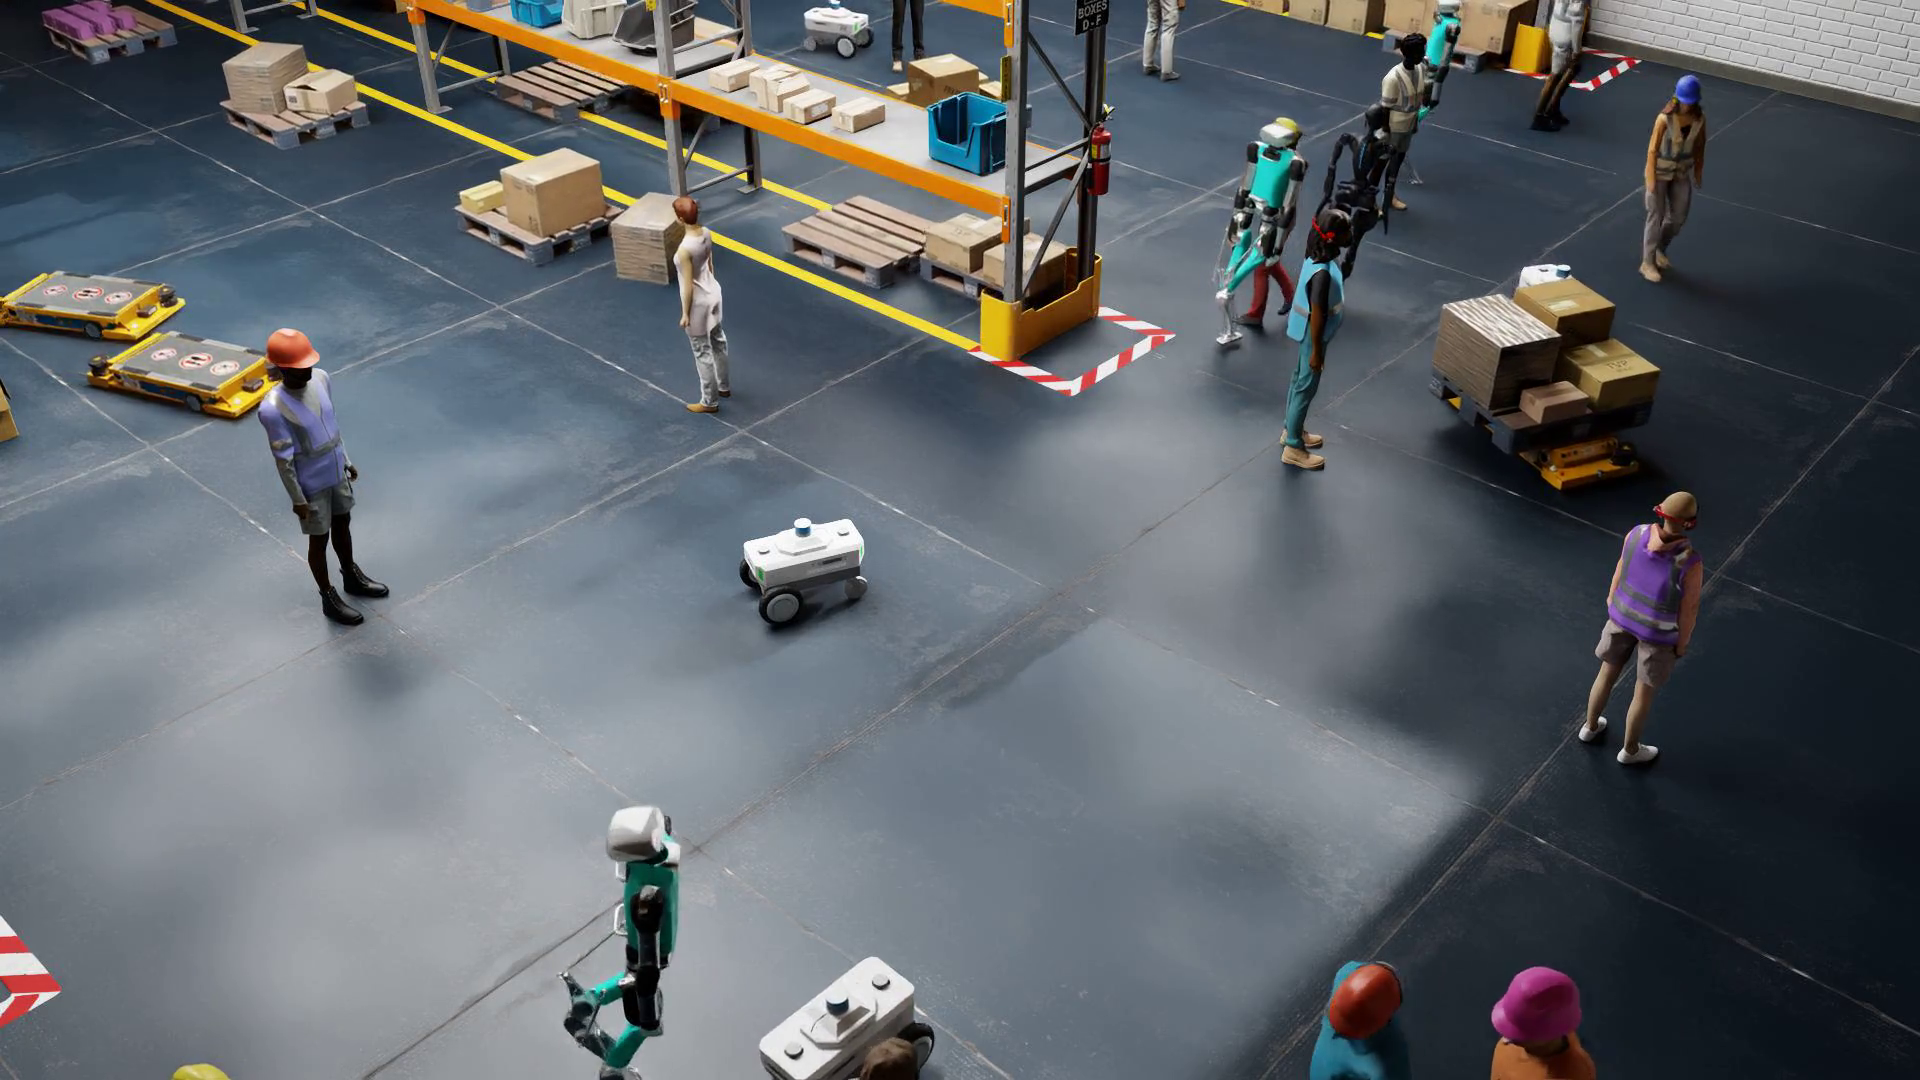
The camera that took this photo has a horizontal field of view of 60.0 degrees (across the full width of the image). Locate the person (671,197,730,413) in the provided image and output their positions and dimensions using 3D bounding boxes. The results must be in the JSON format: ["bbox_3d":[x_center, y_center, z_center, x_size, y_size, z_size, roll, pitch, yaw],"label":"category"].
[{"bbox_3d":[-1.895,-1.700,12.049,0.290,1.657,0.451,12,36,17],"label":"person"}]

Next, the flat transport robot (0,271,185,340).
[{"bbox_3d":[-7.173,-1.921,13.593,1.431,0.231,0.659,8,35,11],"label":"flat transport robot"}]

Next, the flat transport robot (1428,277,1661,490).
[{"bbox_3d":[4.178,-0.848,12.039,0.659,0.231,1.431,-12,36,-17],"label":"flat transport robot"}]

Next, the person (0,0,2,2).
[{"bbox_3d":[-12.134,-7.518,20.305,0.477,1.854,0.572,26,42,33],"label":"person"}]

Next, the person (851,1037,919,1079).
[{"bbox_3d":[-0.262,2.426,6.079,0.503,1.647,0.353,22,40,29],"label":"person"}]

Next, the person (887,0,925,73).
[{"bbox_3d":[-0.568,-6.056,18.196,0.510,1.844,0.336,-7,35,-11],"label":"person"}]

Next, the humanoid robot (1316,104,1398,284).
[{"bbox_3d":[3.241,-2.775,13.610,0.616,1.629,0.643,15,37,21],"label":"humanoid robot"}]

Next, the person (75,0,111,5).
[{"bbox_3d":[-10.841,-7.378,20.237,0.873,1.696,0.592,20,39,26],"label":"person"}]

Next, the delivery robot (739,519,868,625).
[{"bbox_3d":[-0.984,0.149,10.351,0.794,0.603,0.499,-13,37,-19],"label":"delivery robot"}]

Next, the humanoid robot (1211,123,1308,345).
[{"bbox_3d":[2.172,-2.261,12.815,0.853,1.779,0.556,-27,43,-33],"label":"humanoid robot"}]

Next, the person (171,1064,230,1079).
[{"bbox_3d":[-2.442,2.481,5.854,0.403,1.824,0.594,26,42,32],"label":"person"}]

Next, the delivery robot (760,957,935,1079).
[{"bbox_3d":[-0.508,2.201,7.385,0.499,0.612,0.784,28,44,35],"label":"delivery robot"}]

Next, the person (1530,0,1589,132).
[{"bbox_3d":[6.128,-5.018,16.624,0.564,1.918,0.578,4,35,6],"label":"person"}]

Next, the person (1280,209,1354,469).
[{"bbox_3d":[2.426,-1.393,11.422,0.370,1.864,0.541,6,35,8],"label":"person"}]

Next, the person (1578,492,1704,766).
[{"bbox_3d":[3.653,0.470,8.873,0.345,1.692,0.483,-23,41,-30],"label":"person"}]

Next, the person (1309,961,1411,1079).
[{"bbox_3d":[1.523,2.155,6.420,0.539,1.702,0.606,-3,35,-4],"label":"person"}]

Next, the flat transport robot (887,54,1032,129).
[{"bbox_3d":[-0.106,-4.136,16.802,0.659,0.231,1.431,-20,39,-26],"label":"flat transport robot"}]

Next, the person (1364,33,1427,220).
[{"bbox_3d":[3.942,-3.731,14.965,0.531,1.690,0.322,-27,43,-33],"label":"person"}]

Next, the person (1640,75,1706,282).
[{"bbox_3d":[5.939,-3.022,13.874,0.529,1.758,0.388,-5,35,-8],"label":"person"}]

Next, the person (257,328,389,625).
[{"bbox_3d":[-3.803,-0.390,9.908,0.355,1.937,0.549,10,36,14],"label":"person"}]

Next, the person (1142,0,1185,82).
[{"bbox_3d":[2.191,-5.921,17.964,0.397,1.892,0.543,-29,44,-35],"label":"person"}]

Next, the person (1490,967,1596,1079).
[{"bbox_3d":[2.163,2.231,6.123,0.967,1.934,0.529,-8,35,-12],"label":"person"}]

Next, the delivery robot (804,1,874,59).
[{"bbox_3d":[-1.392,-5.851,19.052,0.808,0.614,0.499,14,37,20],"label":"delivery robot"}]

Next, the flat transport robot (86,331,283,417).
[{"bbox_3d":[-5.864,-1.279,12.664,1.431,0.231,0.659,13,37,18],"label":"flat transport robot"}]

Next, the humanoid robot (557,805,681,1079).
[{"bbox_3d":[-1.455,1.837,6.896,0.712,1.833,0.545,-2,35,-4],"label":"humanoid robot"}]

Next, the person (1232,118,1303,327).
[{"bbox_3d":[2.479,-2.483,13.093,0.499,1.750,0.557,13,37,18],"label":"person"}]

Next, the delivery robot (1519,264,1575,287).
[{"bbox_3d":[4.781,-1.919,13.332,0.499,0.587,0.769,-8,35,-12],"label":"delivery robot"}]

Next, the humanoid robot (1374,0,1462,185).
[{"bbox_3d":[4.187,-4.197,15.644,0.806,1.802,0.530,-1,35,-1],"label":"humanoid robot"}]
